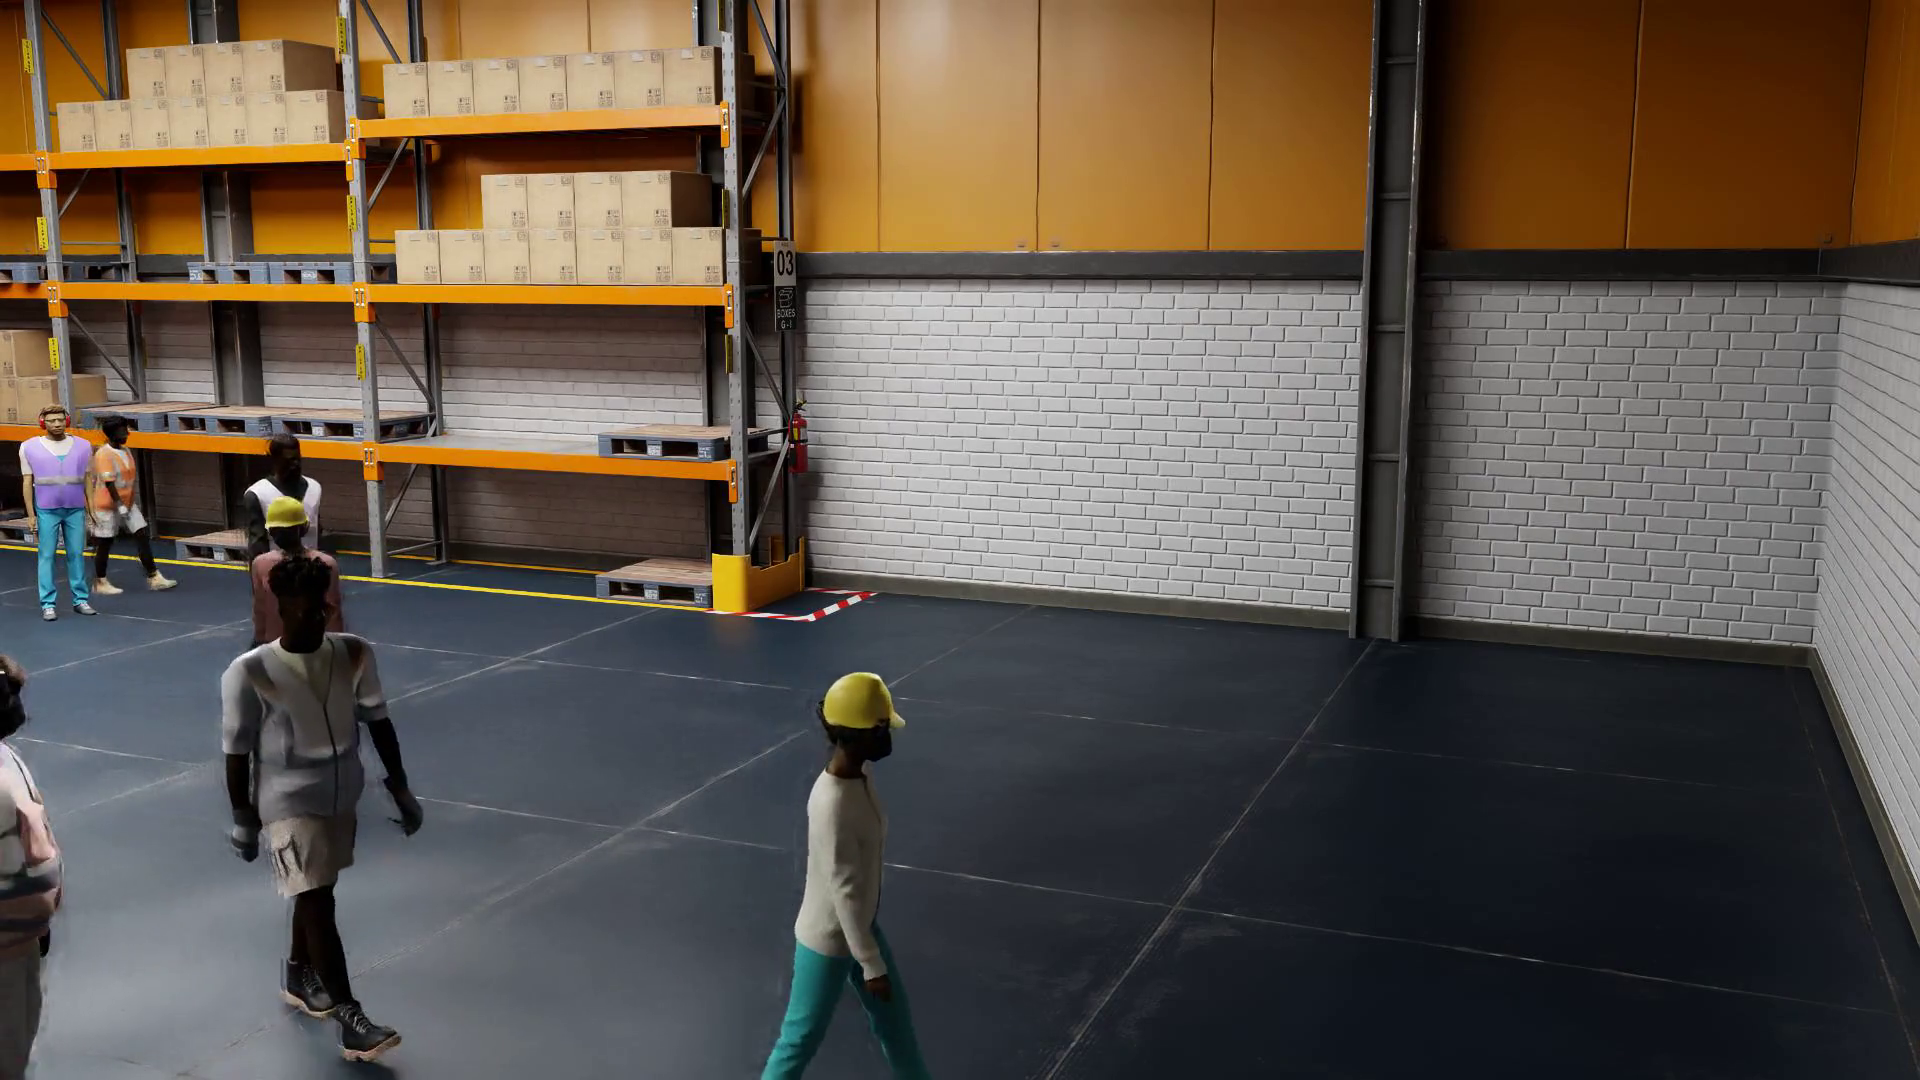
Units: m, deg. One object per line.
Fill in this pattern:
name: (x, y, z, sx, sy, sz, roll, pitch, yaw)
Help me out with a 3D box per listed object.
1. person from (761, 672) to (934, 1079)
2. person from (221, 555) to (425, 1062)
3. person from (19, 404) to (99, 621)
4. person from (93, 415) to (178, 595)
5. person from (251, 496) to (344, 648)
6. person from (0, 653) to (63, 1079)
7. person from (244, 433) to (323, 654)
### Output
person: (-0.293, 1.277, 5.377, 0.927, 1.720, 0.533, 2, 9, 9)
person: (-2.428, 1.007, 6.398, 0.991, 1.917, 0.630, 7, 11, 35)
person: (-7.696, -0.249, 14.233, 0.563, 1.847, 0.394, -9, 13, -44)
person: (-7.574, -0.304, 15.155, 0.783, 1.659, 0.530, 1, 9, 6)
person: (-3.692, 0.604, 9.366, 0.528, 1.751, 0.587, 2, 10, 10)
person: (-3.041, 1.260, 5.230, 0.431, 1.818, 0.704, -3, 10, -17)
person: (-4.631, 0.203, 11.386, 0.829, 1.892, 0.597, 5, 11, 30)
